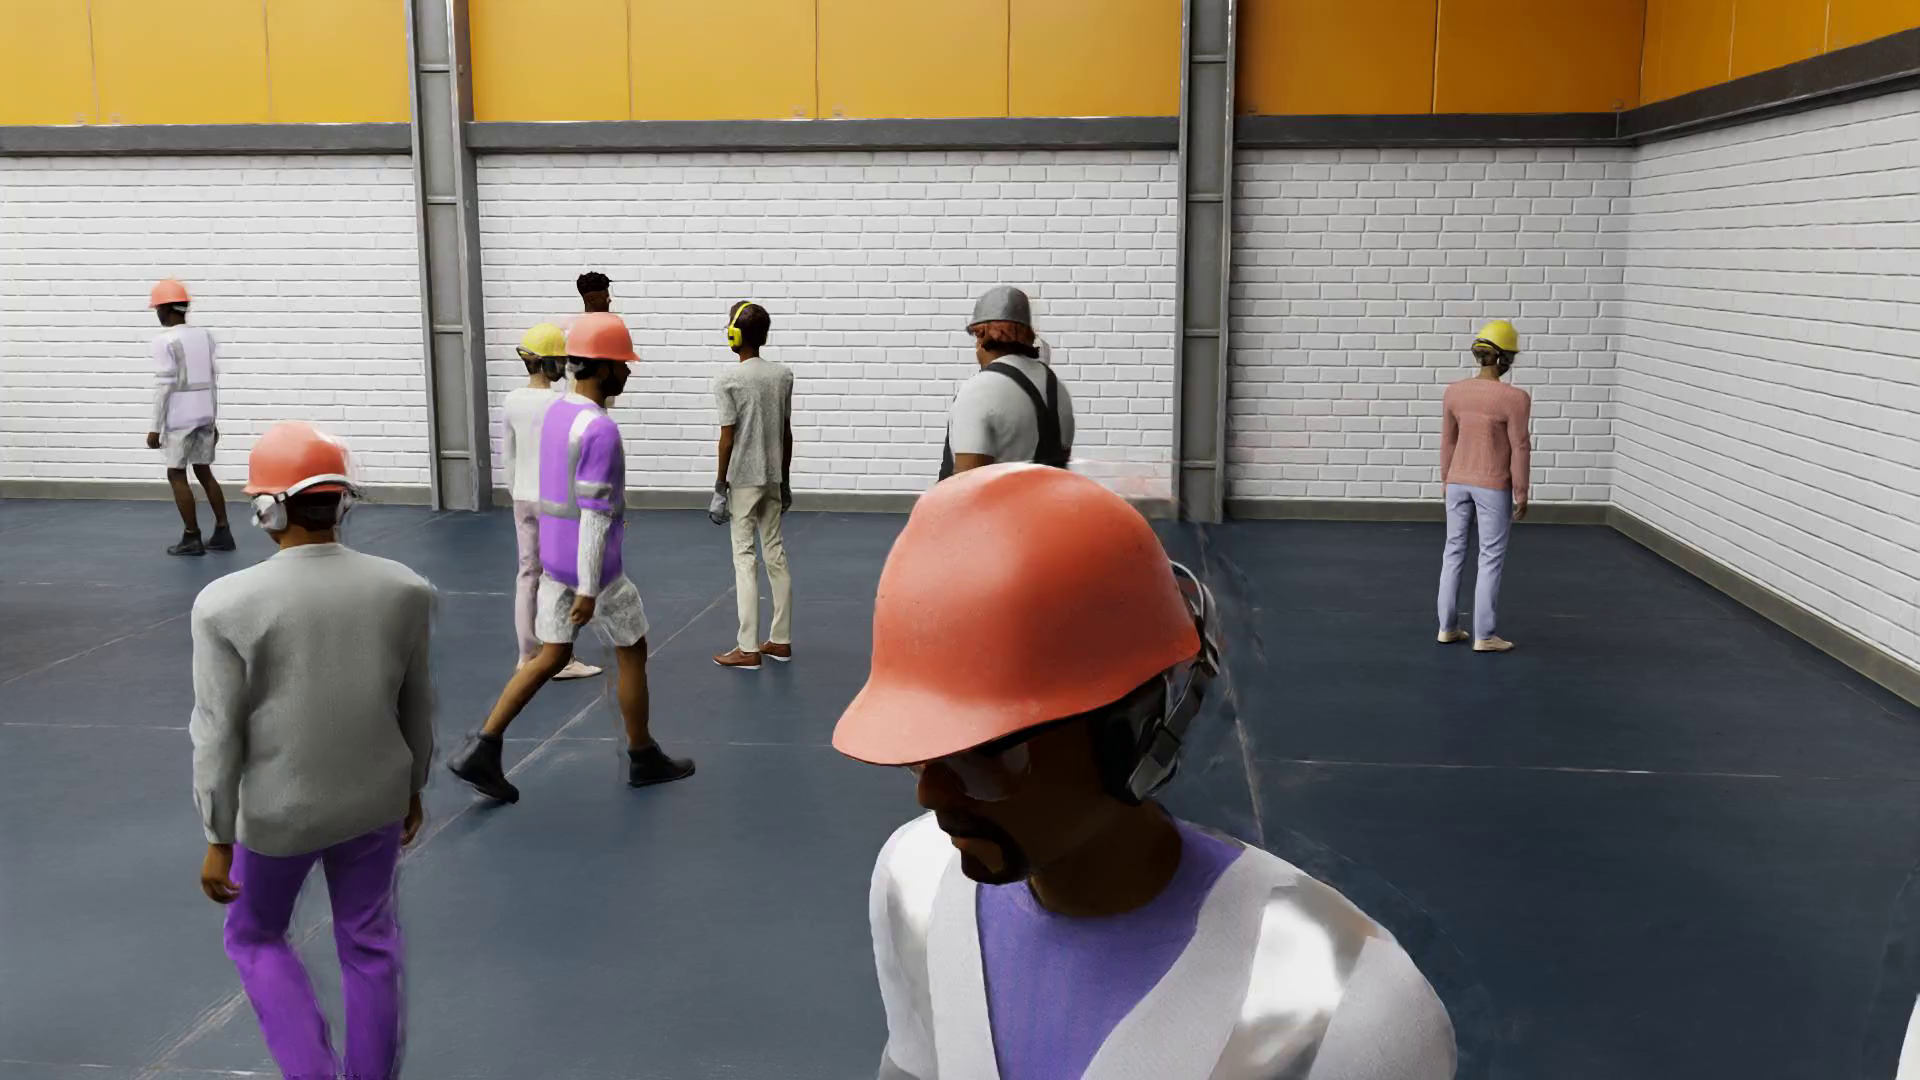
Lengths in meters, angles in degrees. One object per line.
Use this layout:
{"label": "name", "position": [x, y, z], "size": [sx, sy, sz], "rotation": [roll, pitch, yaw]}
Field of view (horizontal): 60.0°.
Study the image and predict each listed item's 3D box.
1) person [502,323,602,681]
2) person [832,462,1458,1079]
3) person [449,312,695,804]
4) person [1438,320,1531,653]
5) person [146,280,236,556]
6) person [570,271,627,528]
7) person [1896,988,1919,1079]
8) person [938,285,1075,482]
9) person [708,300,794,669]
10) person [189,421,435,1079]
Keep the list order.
{"label": "person", "position": [-2.039, -0.186, 8.262], "size": [0.533, 1.768, 0.310], "rotation": [8, 12, 37]}
{"label": "person", "position": [0.262, 0.871, 1.685], "size": [1.060, 1.974, 0.623], "rotation": [-8, 13, -39]}
{"label": "person", "position": [-1.505, 0.081, 6.377], "size": [0.926, 1.903, 0.541], "rotation": [-8, 13, -39]}
{"label": "person", "position": [2.787, -0.280, 8.834], "size": [0.344, 1.758, 0.532], "rotation": [-8, 13, -38]}
{"label": "person", "position": [-5.402, -0.835, 11.587], "size": [0.479, 1.921, 0.570], "rotation": [3, 10, 15]}
{"label": "person", "position": [-2.781, -1.060, 12.689], "size": [0.367, 1.966, 0.603], "rotation": [-3, 10, -17]}
{"label": "person", "position": [1.175, 0.924, 1.526], "size": [0.749, 1.894, 0.608], "rotation": [3, 10, 15]}
{"label": "person", "position": [0.183, -0.066, 6.790], "size": [0.626, 2.000, 0.766], "rotation": [7, 12, 35]}
{"label": "person", "position": [-1.062, -0.279, 8.486], "size": [0.328, 1.877, 0.510], "rotation": [9, 13, 41]}
{"label": "person", "position": [-1.496, 0.593, 3.865], "size": [0.375, 1.736, 0.593], "rotation": [10, 14, 43]}
